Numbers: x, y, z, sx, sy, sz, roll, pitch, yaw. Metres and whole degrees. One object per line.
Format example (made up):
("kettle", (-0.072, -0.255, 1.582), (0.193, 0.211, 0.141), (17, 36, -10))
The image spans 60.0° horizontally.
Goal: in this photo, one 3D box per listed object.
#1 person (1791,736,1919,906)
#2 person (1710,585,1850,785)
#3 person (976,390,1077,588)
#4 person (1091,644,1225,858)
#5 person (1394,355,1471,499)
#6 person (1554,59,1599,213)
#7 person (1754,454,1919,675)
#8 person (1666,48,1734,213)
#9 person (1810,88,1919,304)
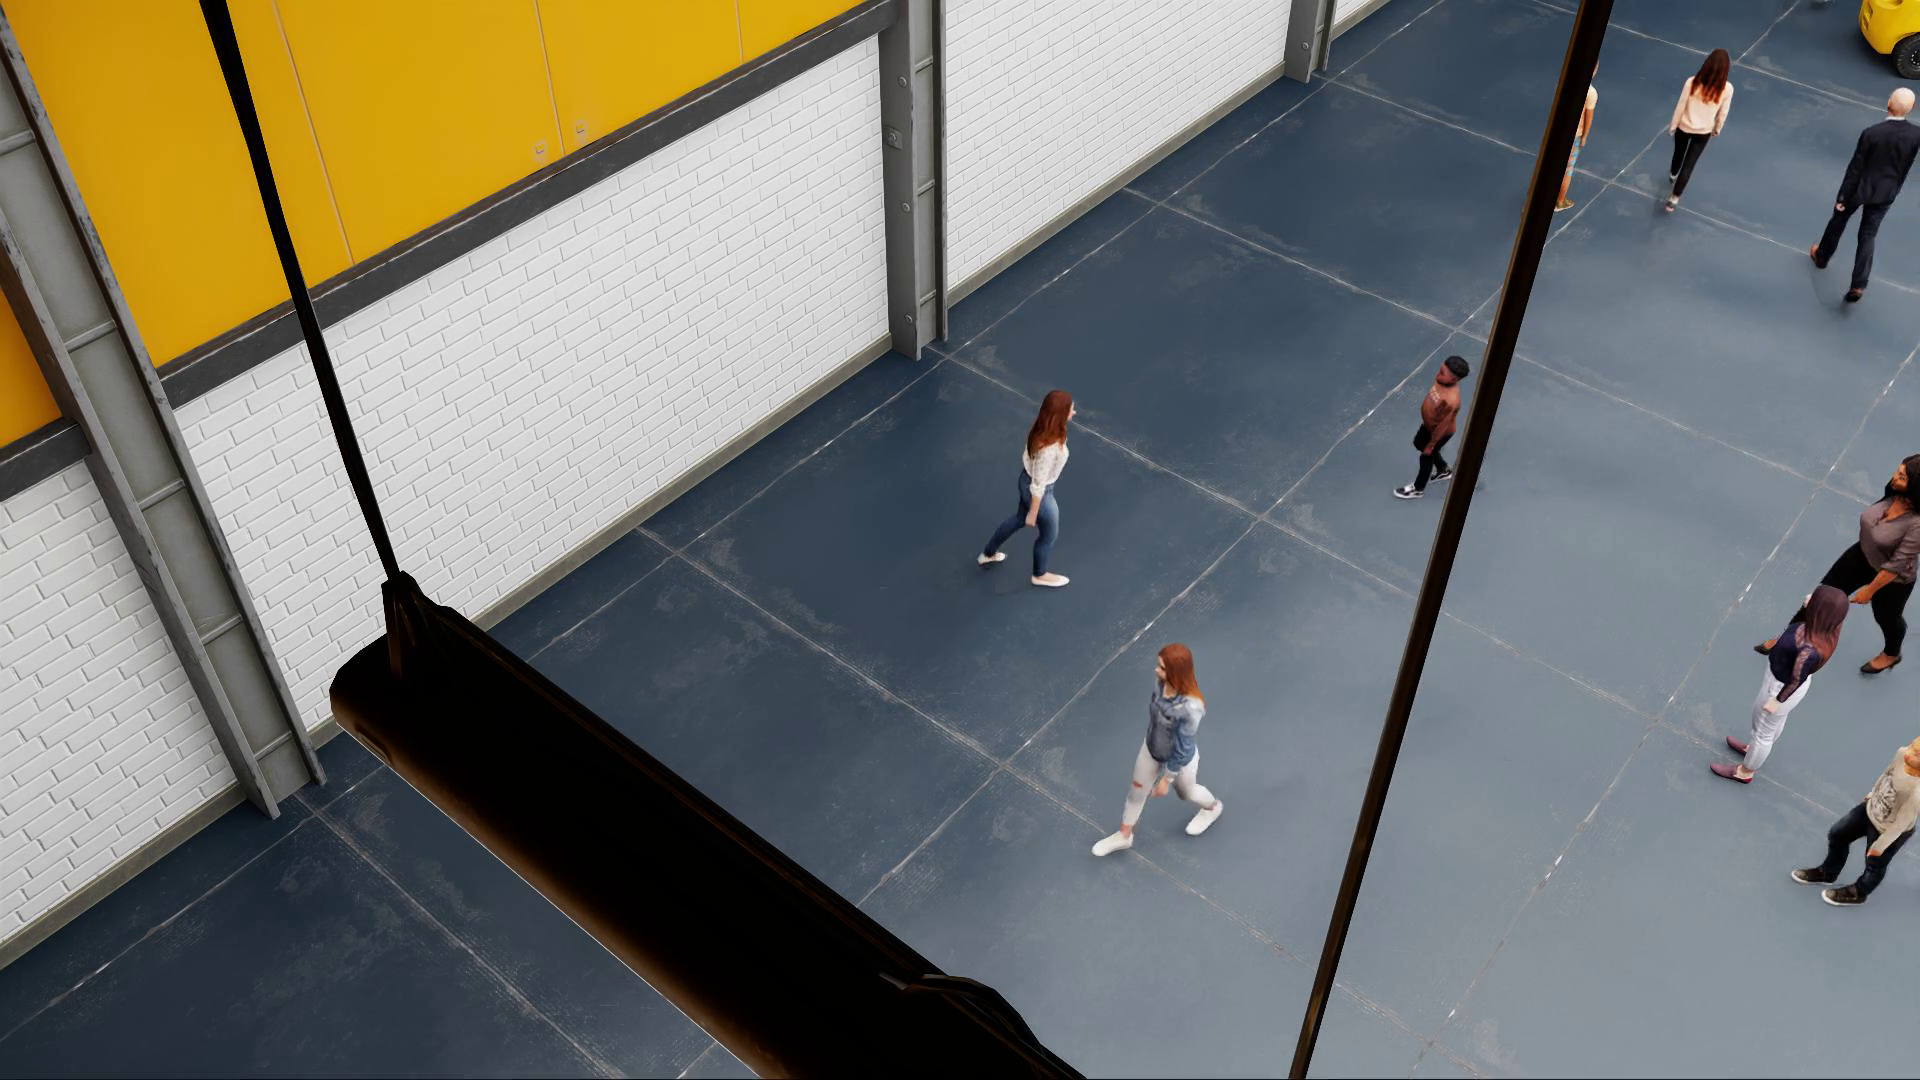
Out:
("person", (5.232, 1.570, 9.271), (0.768, 1.457, 0.703), (2, 44, 3))
("person", (4.901, 0.853, 9.914), (0.653, 1.608, 0.457), (30, 51, 27))
("person", (0.448, -0.337, 11.098), (0.955, 1.699, 0.916), (-2, 44, -3))
("person", (1.285, 1.200, 9.506), (1.163, 1.670, 0.863), (-22, 48, -22))
("person", (3.465, -0.802, 11.913), (0.776, 1.248, 0.722), (0, 44, -1))
("person", (5.381, -3.617, 14.713), (0.516, 1.461, 0.549), (-32, 52, -29))
("person", (5.880, 0.219, 10.449), (1.186, 1.789, 1.125), (-4, 44, -4))
("person", (6.493, -3.602, 14.708), (0.743, 1.445, 1.036), (18, 46, 18))
("person", (7.482, -2.801, 13.630), (1.053, 1.772, 1.296), (8, 44, 8))
